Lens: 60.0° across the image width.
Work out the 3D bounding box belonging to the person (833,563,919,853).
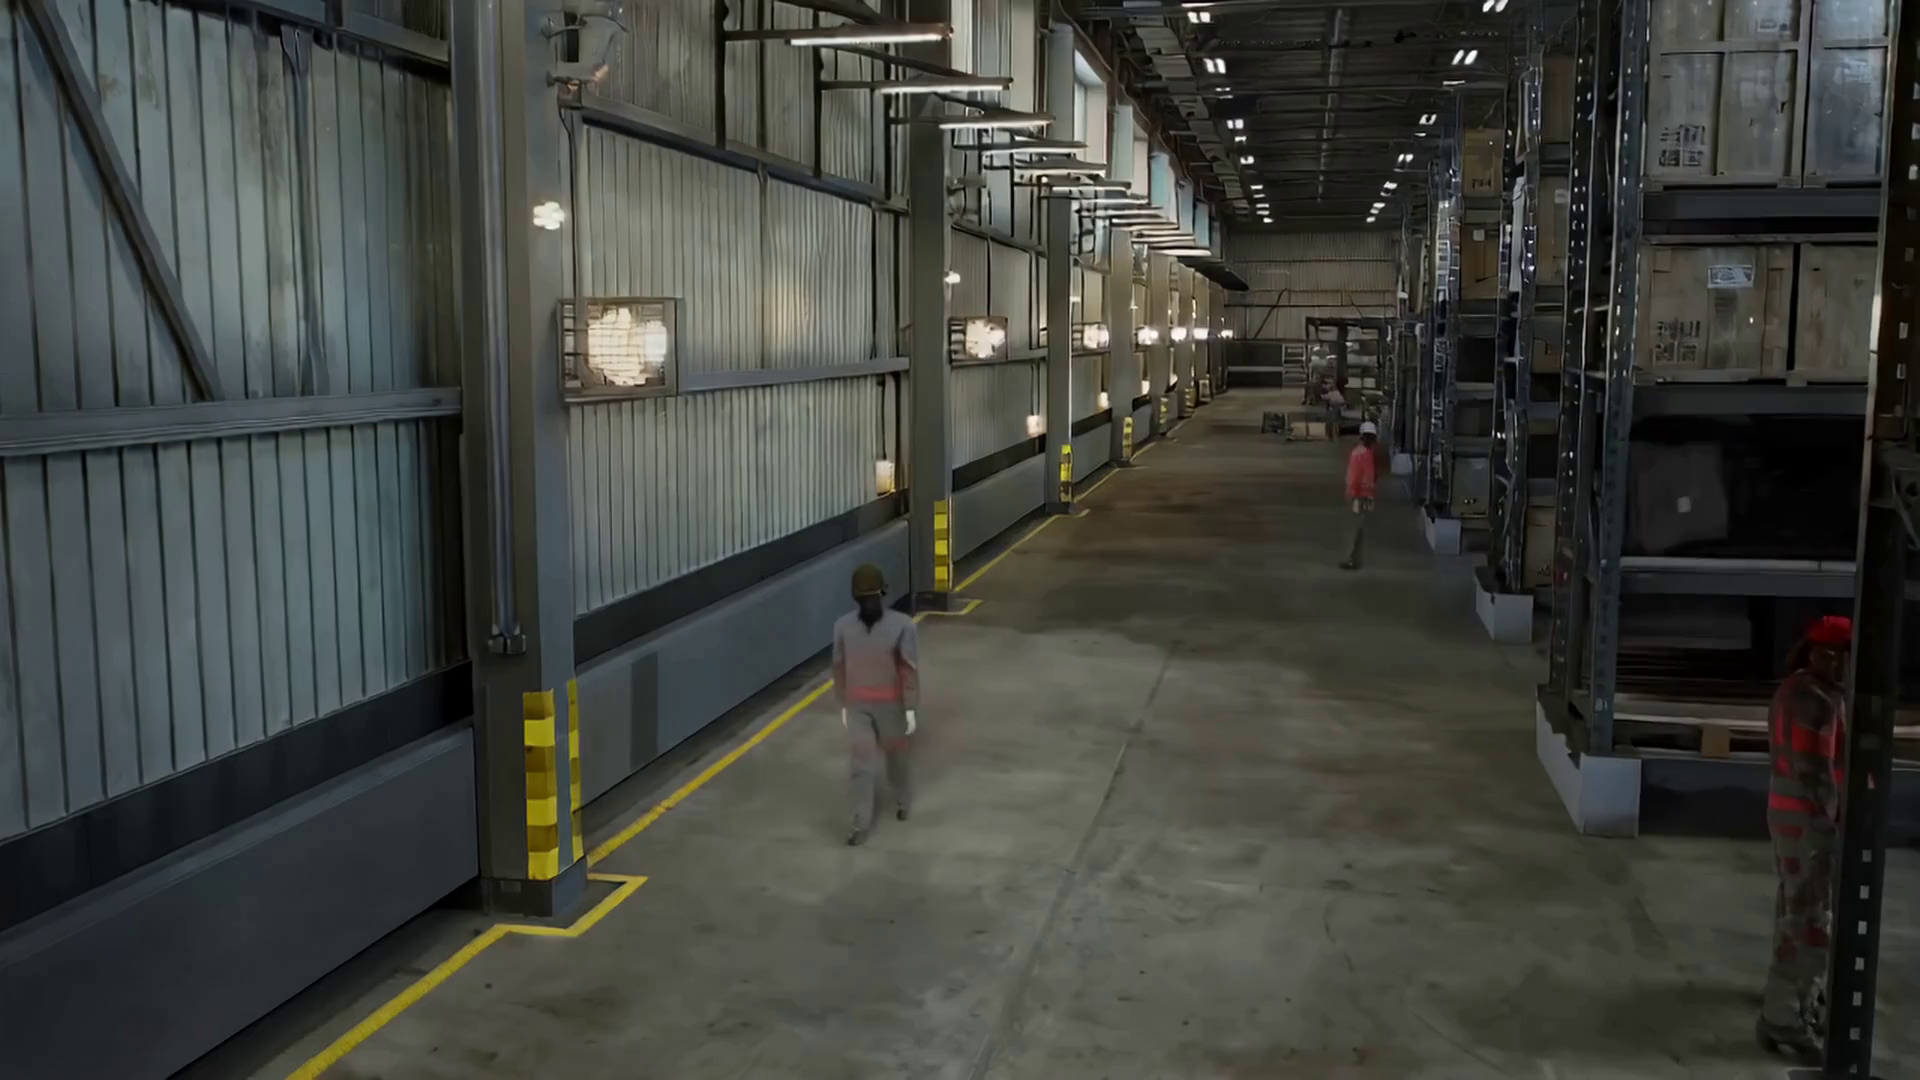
[{"bbox_3d":[-0.506,0.983,10.184,0.566,1.713,0.885,1,7,11],"label":"person"}]

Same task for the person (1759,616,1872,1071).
[{"bbox_3d":[3.658,1.267,7.114,0.409,1.907,0.651,2,7,18],"label":"person"}]

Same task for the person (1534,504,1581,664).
[{"bbox_3d":[5.627,0.355,15.206,0.492,1.713,0.842,-6,9,-38],"label":"person"}]

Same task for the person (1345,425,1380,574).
[{"bbox_3d":[5.177,-0.527,21.540,0.389,1.898,0.704,3,8,26],"label":"person"}]
